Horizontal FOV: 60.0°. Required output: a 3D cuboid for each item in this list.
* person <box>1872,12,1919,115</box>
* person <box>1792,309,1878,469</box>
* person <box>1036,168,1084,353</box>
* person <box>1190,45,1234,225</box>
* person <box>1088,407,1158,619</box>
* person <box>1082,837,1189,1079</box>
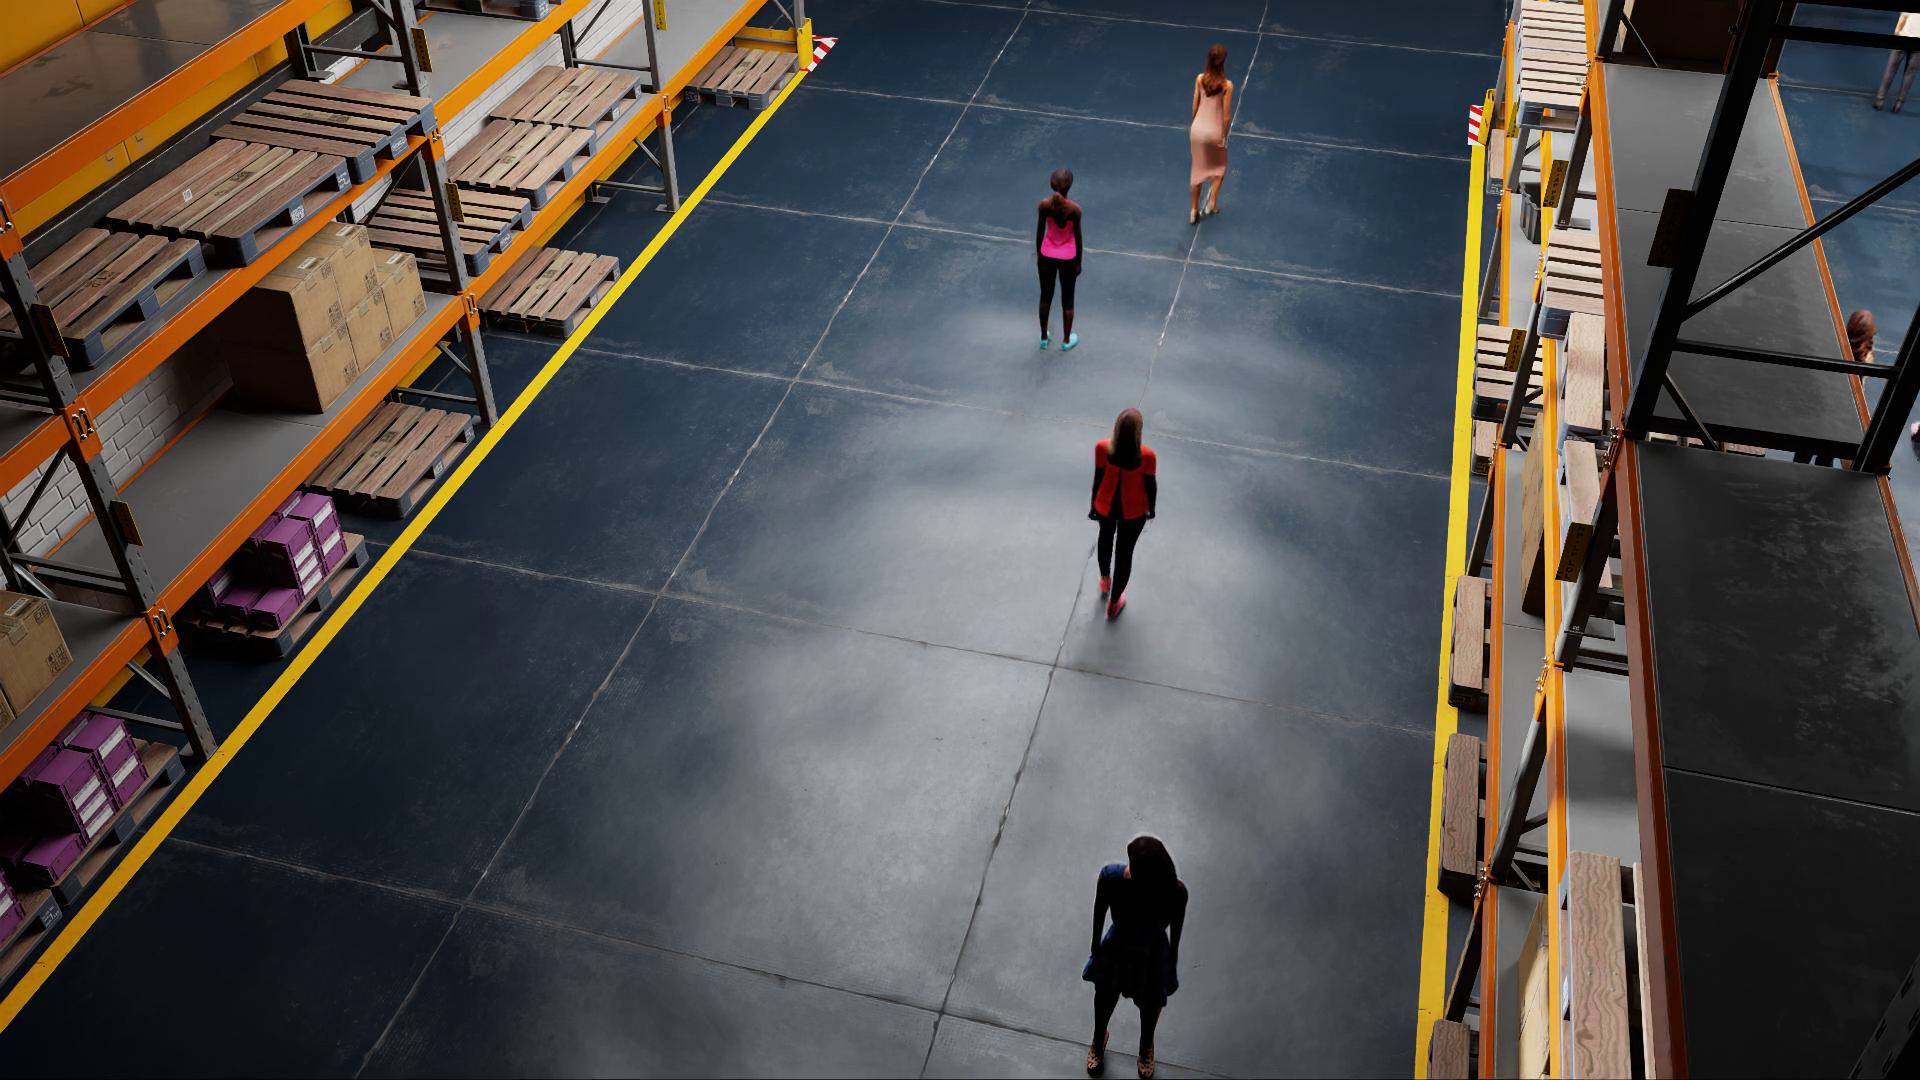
[{"bbox_3d":[10.597,-5.536,18.521,0.592,1.588,0.472,11,40,13],"label":"person"},{"bbox_3d":[6.617,-0.972,12.678,0.637,1.746,0.598,-2,39,-2],"label":"person"},{"bbox_3d":[0.855,-2.451,14.548,0.558,1.724,0.535,10,40,13],"label":"person"},{"bbox_3d":[2.401,-3.947,16.345,0.666,1.820,0.697,19,42,22],"label":"person"},{"bbox_3d":[1.103,-0.155,11.713,0.630,1.674,0.695,13,40,15],"label":"person"},{"bbox_3d":[0.912,2.186,8.677,0.673,1.805,0.573,7,39,9],"label":"person"}]
